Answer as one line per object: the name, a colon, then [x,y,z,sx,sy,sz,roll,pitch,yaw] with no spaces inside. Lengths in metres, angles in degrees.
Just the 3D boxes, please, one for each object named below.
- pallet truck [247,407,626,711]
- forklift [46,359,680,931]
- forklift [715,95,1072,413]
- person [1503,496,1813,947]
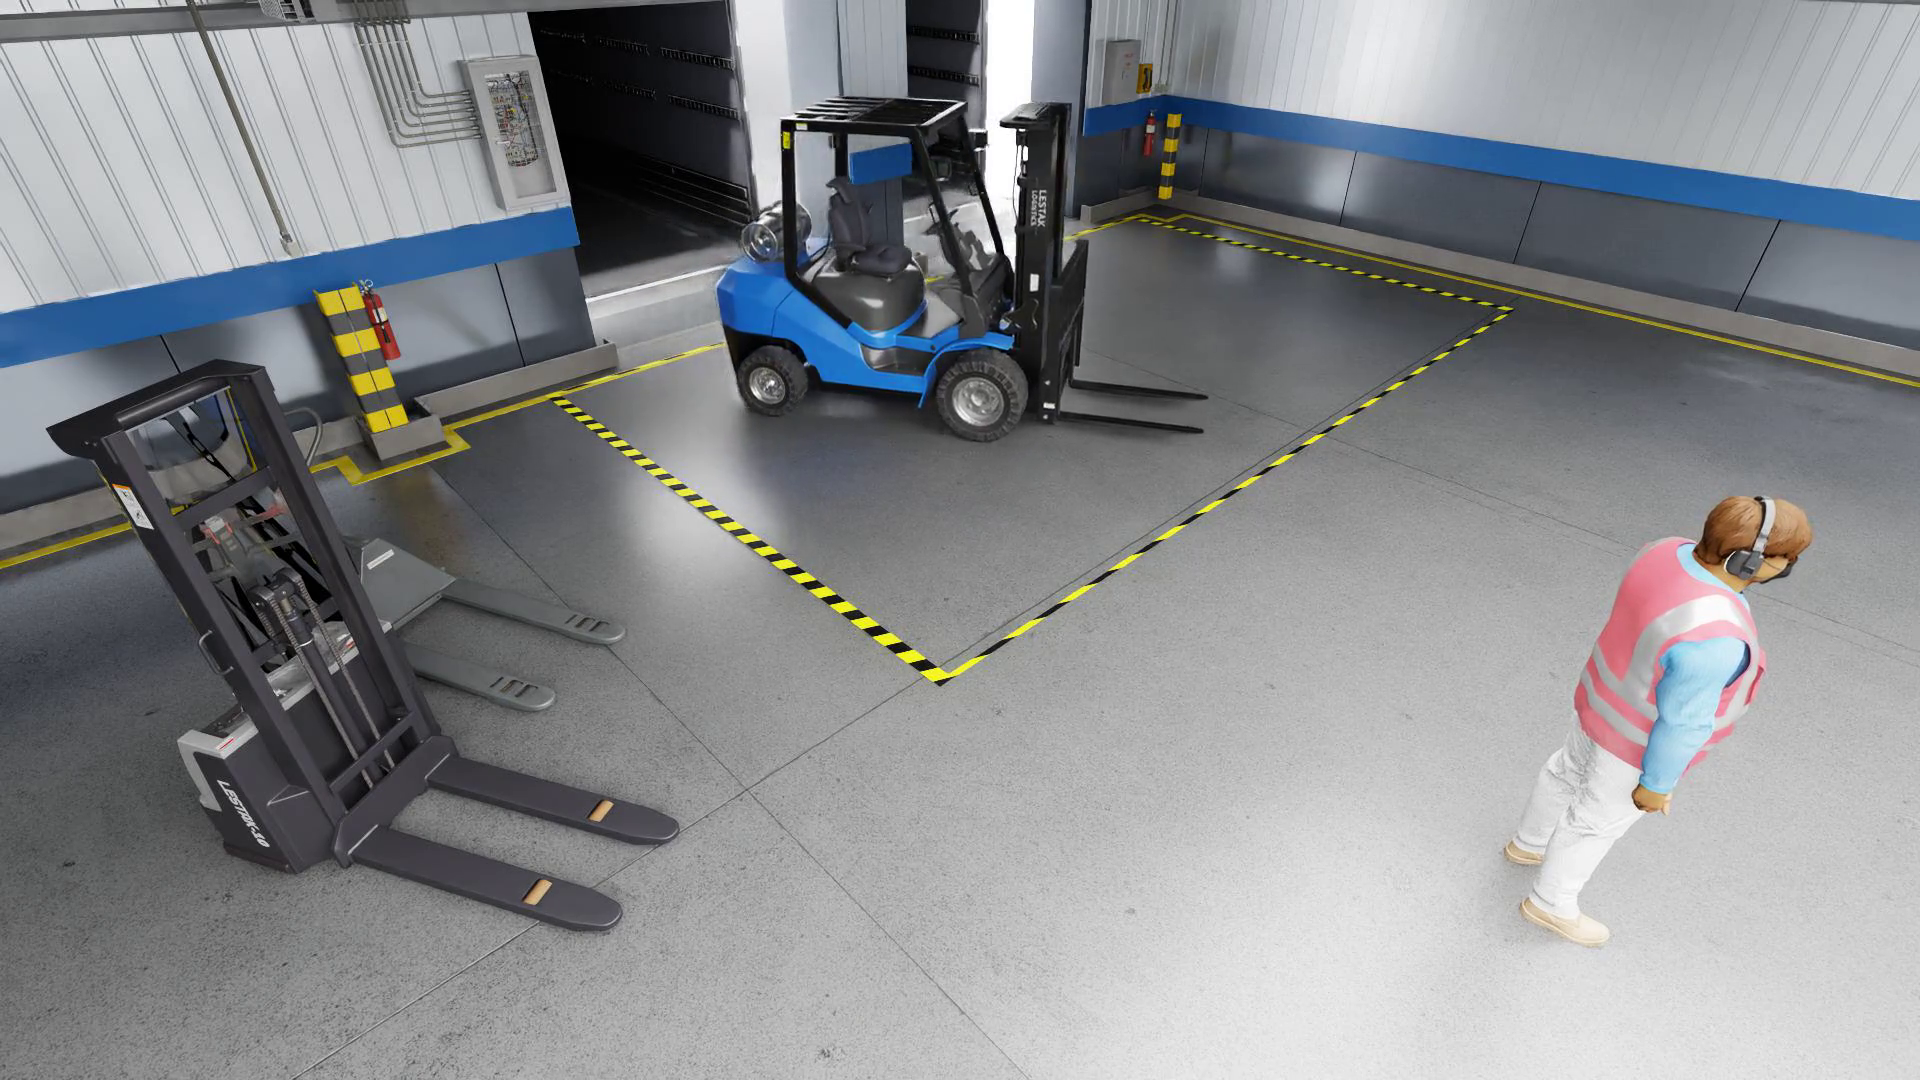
pallet truck: [-2.628,0.038,4.590,1.601,1.201,0.680,12,36,18]
forklift: [-2.135,0.422,3.354,1.885,1.965,0.823,10,35,14]
forklift: [-0.466,-2.145,6.810,2.680,2.036,1.157,9,35,13]
person: [2.347,0.646,3.162,0.429,1.843,0.624,10,35,14]
